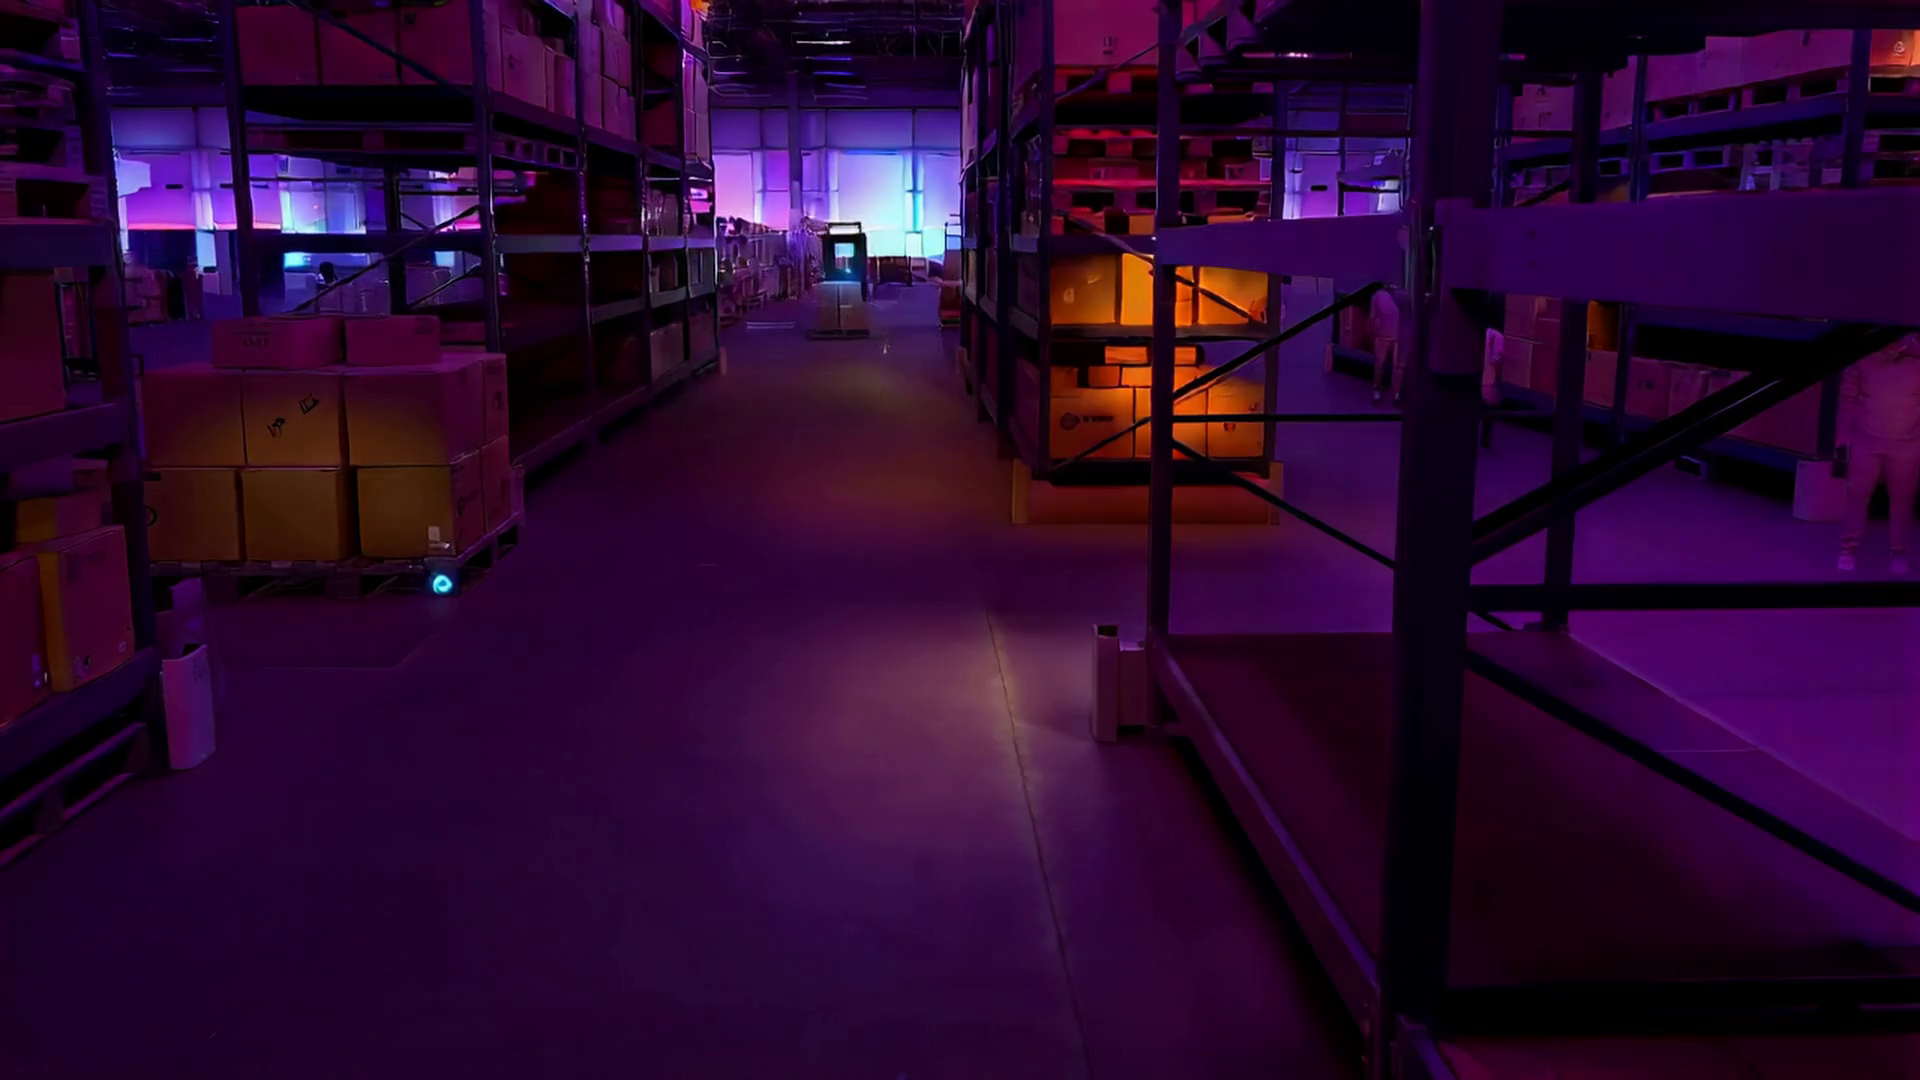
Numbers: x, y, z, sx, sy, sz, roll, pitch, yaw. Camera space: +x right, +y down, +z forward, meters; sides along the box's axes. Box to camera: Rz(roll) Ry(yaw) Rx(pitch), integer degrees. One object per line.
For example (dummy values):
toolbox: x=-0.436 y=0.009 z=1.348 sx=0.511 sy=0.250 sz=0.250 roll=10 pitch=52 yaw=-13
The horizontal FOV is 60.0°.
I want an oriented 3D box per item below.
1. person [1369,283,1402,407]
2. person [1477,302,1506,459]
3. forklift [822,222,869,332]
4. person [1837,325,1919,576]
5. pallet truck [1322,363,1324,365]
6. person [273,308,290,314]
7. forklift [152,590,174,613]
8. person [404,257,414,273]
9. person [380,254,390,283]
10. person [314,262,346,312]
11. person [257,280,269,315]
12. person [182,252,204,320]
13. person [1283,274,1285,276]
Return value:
person: x=6.133 y=-2.857 z=23.662 sx=0.630 sy=1.938 sz=0.369 roll=3 pitch=10 yaw=14
person: x=5.718 y=-1.725 z=18.024 sx=0.317 sy=1.696 sz=0.540 roll=-4 pitch=11 yaw=-19
forklift: x=-2.878 y=-6.580 z=41.777 sx=1.129 sy=2.768 sz=1.873 roll=0 pitch=10 yaw=-2
person: x=6.549 y=-0.696 z=11.746 sx=0.646 sy=1.898 sz=0.396 roll=5 pitch=11 yaw=26
pallet truck: x=7.712 y=-4.157 z=30.737 sx=1.885 sy=1.965 sz=0.823 roll=3 pitch=11 yaw=16
person: x=-6.855 y=-1.504 z=16.821 sx=0.611 sy=1.676 sz=0.367 roll=2 pitch=10 yaw=11
forklift: x=-5.858 y=-0.811 z=9.639 sx=1.873 sy=2.768 sz=1.129 roll=-1 pitch=10 yaw=-3
person: x=-17.686 y=-8.138 z=53.284 sx=0.601 sy=1.866 sz=0.593 roll=7 pitch=13 yaw=36
person: x=-21.492 y=-9.790 z=62.359 sx=0.394 sy=1.919 sz=0.582 roll=1 pitch=10 yaw=4
person: x=-11.788 y=-4.210 z=31.150 sx=0.604 sy=1.958 sz=0.373 roll=1 pitch=10 yaw=6
person: x=-13.712 y=-4.289 z=32.602 sx=0.870 sy=1.594 sz=0.520 roll=-5 pitch=11 yaw=-25
person: x=-23.004 y=-7.605 z=49.825 sx=0.688 sy=2.000 sz=0.539 roll=6 pitch=12 yaw=32
person: x=11.443 y=-8.931 z=57.517 sx=0.627 sy=1.933 sz=0.374 roll=-4 pitch=11 yaw=-19
